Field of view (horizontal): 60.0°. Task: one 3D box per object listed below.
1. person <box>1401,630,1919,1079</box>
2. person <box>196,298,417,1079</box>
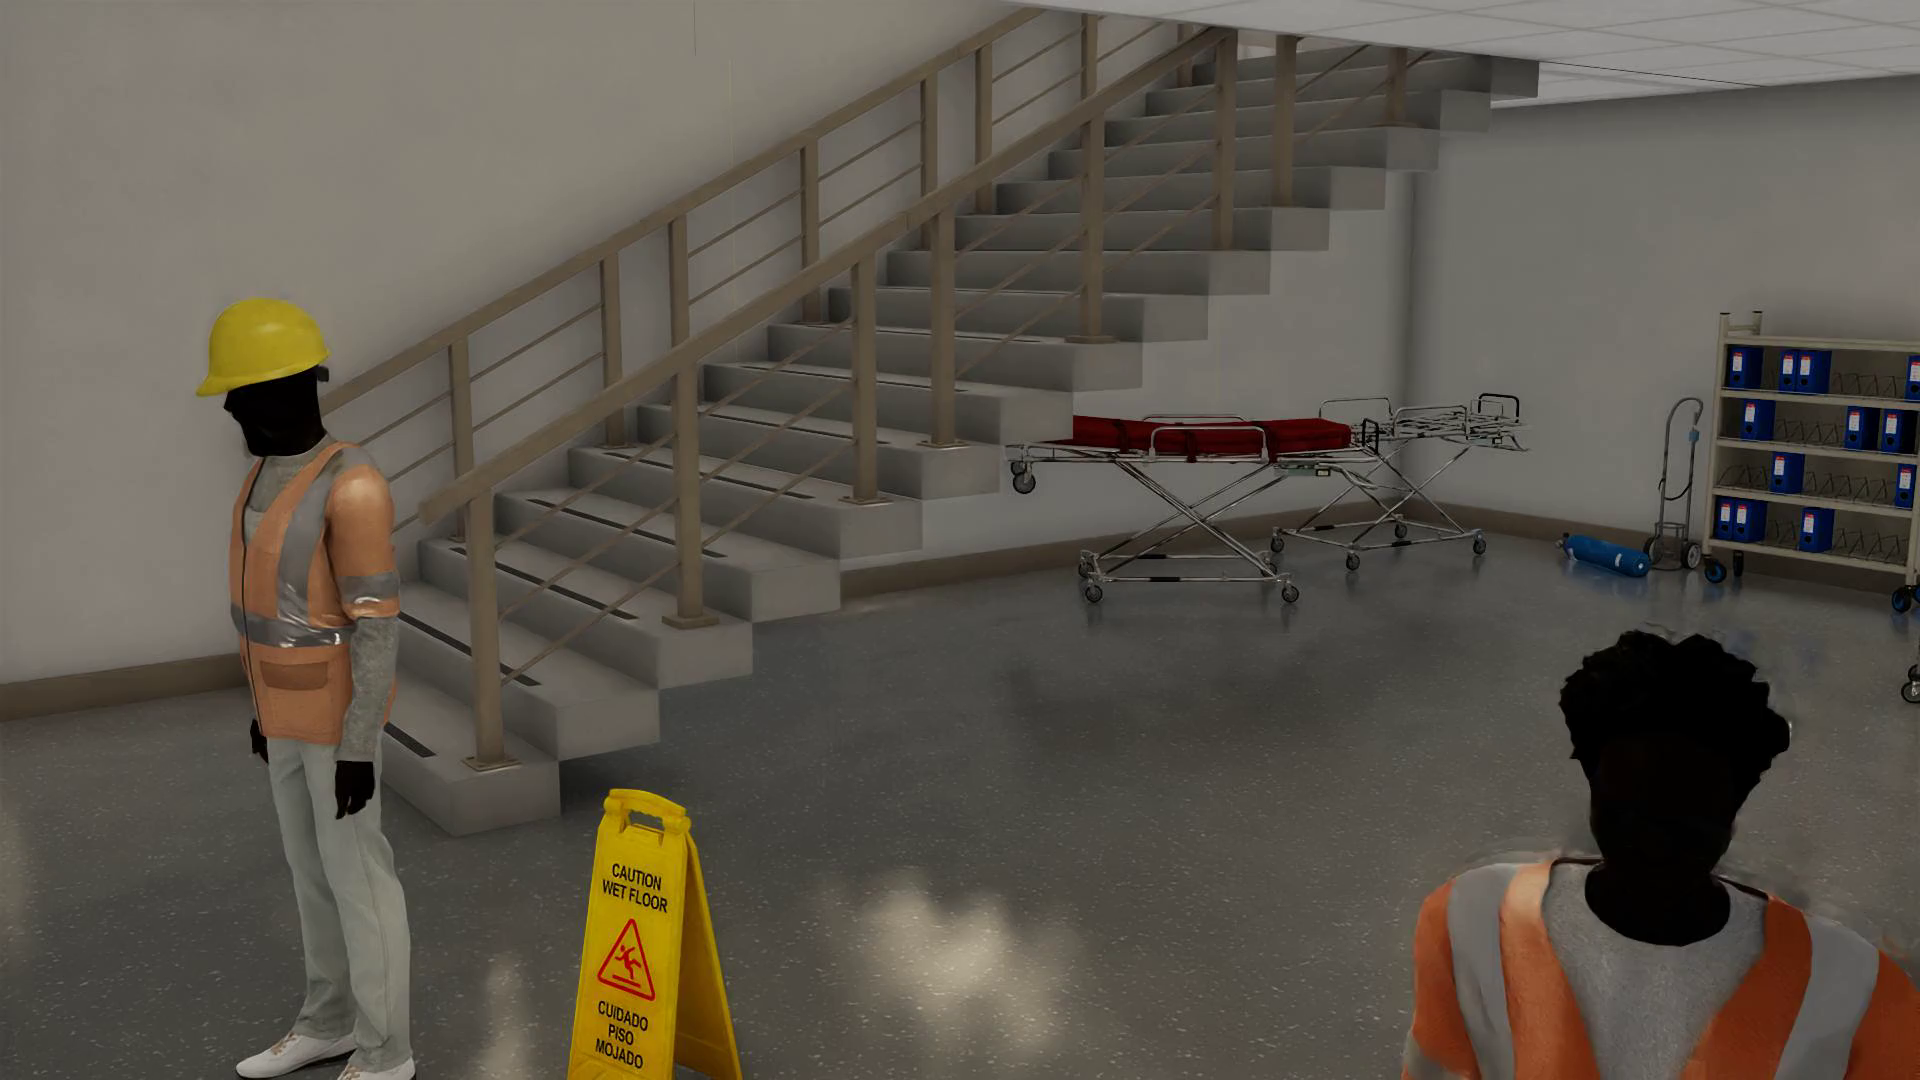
[{"bbox_3d":[0.740,0.895,1.831,0.540,1.643,0.886,5,11,25],"label":"person"},{"bbox_3d":[-1.521,0.401,3.889,0.382,1.917,0.585,-10,14,-44],"label":"person"}]
